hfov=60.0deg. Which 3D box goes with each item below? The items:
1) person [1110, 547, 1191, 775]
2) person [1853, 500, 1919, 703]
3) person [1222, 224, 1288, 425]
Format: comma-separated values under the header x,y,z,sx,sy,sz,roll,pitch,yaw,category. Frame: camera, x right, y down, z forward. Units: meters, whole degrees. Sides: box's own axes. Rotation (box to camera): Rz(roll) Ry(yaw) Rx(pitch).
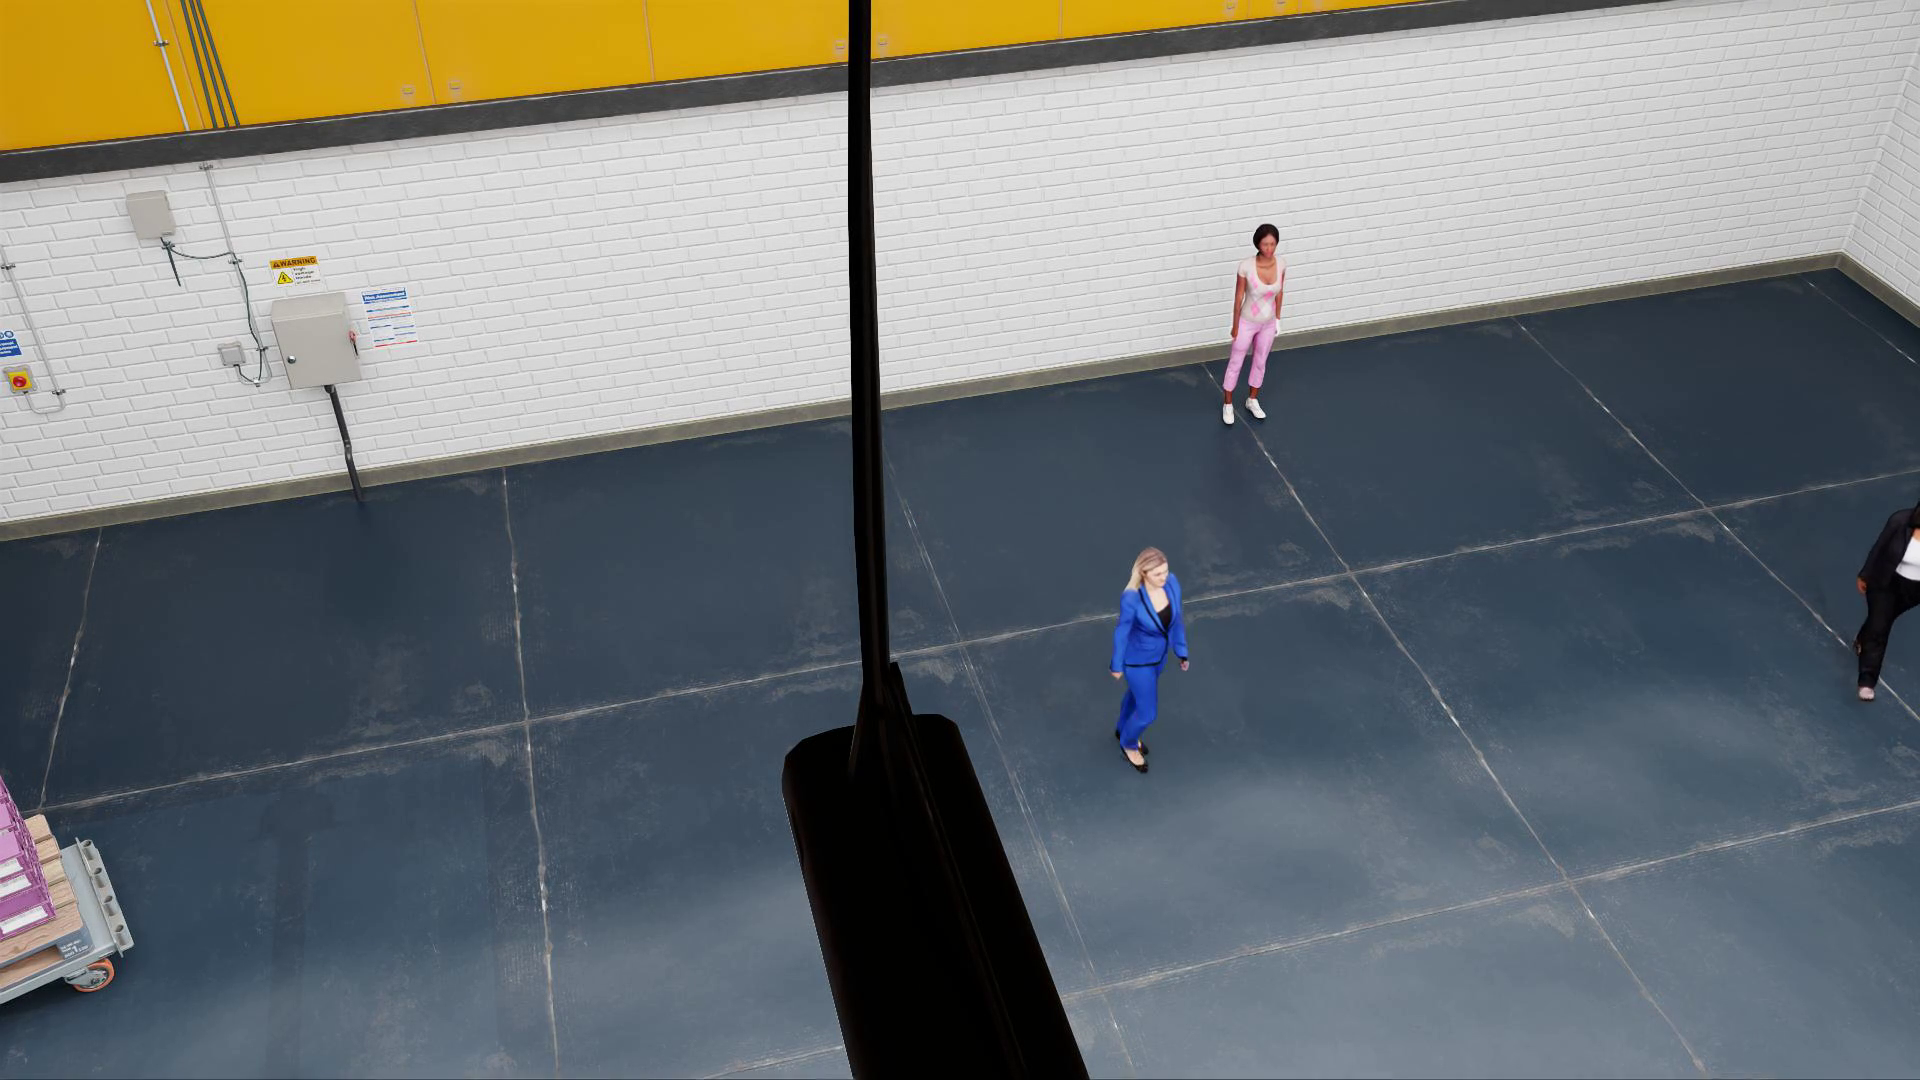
x,y,z,sx,sy,sz,roll,pitch,yaw,category
1.078,0.675,10.342,0.745,1.685,0.788,-31,48,-33,person
6.195,0.243,10.971,0.974,1.575,1.161,8,39,10,person
2.364,-1.736,13.317,0.569,1.740,0.503,-8,39,-10,person
